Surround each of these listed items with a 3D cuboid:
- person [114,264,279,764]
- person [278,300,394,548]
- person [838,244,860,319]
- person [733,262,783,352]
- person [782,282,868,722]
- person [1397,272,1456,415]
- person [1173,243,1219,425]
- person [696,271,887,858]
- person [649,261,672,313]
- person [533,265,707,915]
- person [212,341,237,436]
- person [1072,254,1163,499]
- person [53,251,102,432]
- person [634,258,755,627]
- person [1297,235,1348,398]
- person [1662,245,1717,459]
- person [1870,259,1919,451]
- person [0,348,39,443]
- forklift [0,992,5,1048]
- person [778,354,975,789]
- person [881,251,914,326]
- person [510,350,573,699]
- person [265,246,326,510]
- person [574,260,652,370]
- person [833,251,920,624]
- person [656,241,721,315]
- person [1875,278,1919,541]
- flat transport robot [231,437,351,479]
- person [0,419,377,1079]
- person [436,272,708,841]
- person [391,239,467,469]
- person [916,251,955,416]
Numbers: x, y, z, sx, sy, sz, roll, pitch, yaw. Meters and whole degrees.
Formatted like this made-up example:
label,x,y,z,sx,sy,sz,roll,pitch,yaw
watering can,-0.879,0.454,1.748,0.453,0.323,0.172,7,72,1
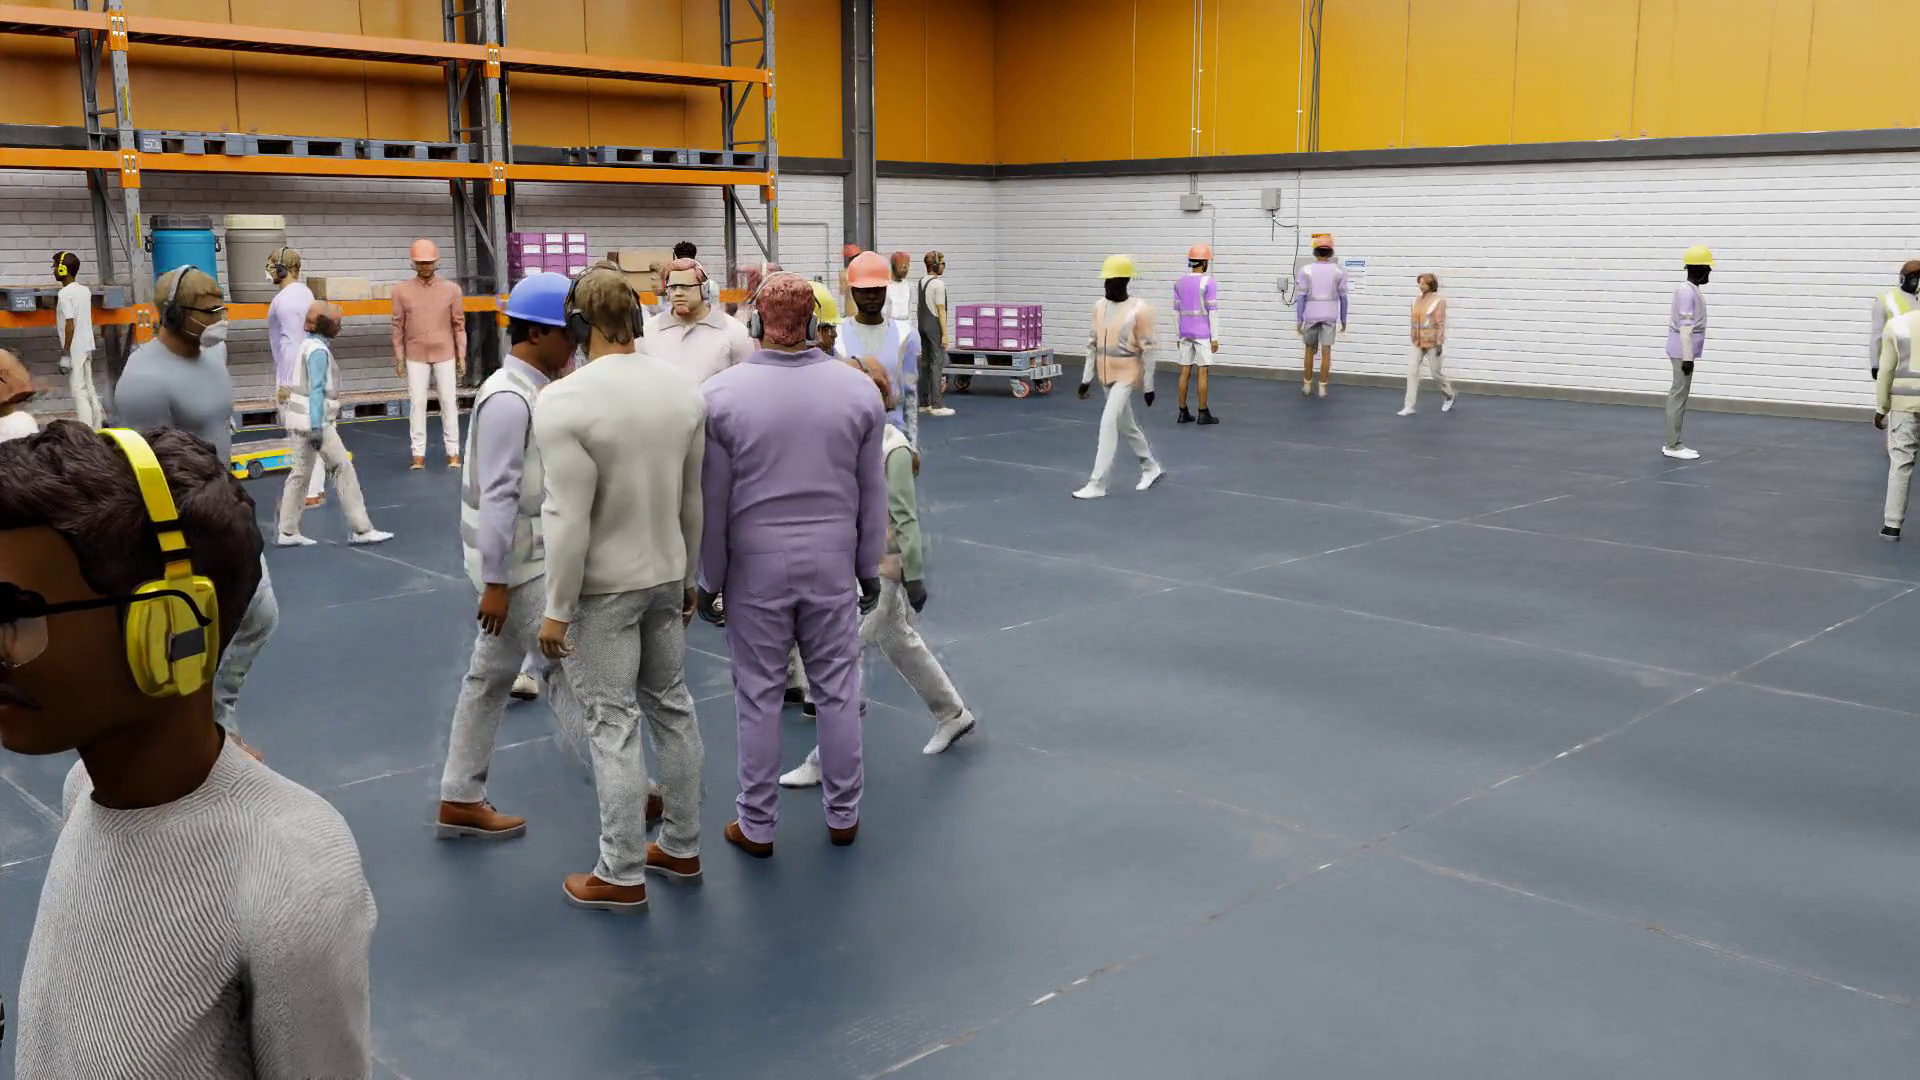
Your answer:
label,x,y,z,sx,sy,sz,roll,pitch,yaw
person,-2.764,-0.029,6.031,0.498,1.916,0.671,1,10,3
person,-4.080,-0.740,10.763,0.790,1.602,0.613,-5,12,-27
person,-1.371,-3.109,22.933,0.619,1.906,0.453,-3,11,-16
person,-1.115,-0.736,10.054,1.001,1.850,0.677,-2,11,-11
person,-0.641,-0.145,6.961,0.430,1.838,0.601,-6,12,-30
person,5.329,-2.216,18.800,0.750,1.617,0.517,-7,12,-33
person,2.551,-2.209,17.865,0.542,1.939,0.364,9,14,42
person,-0.559,0.086,5.444,0.648,1.907,0.409,-4,11,-20
person,-2.273,-1.235,12.874,0.756,1.814,0.587,-2,11,-12
person,-1.008,0.154,4.996,0.351,1.932,0.635,7,12,33
person,-4.976,-0.775,10.883,0.266,1.632,0.509,6,12,29
person,1.274,-1.280,12.982,0.984,1.886,0.586,-7,13,-34
person,-8.260,-1.743,15.516,0.329,1.872,0.510,-1,10,-6
person,-1.386,-0.493,8.601,0.652,1.906,0.402,1,10,5
person,4.546,-2.805,20.920,0.625,2.032,0.666,2,11,12
person,6.642,-1.710,15.177,0.373,1.928,0.584,4,11,22
person,8.642,-1.655,15.197,0.617,1.815,0.895,1,10,6
person,-3.737,0.010,6.713,0.496,1.591,0.845,10,14,43
forklift,-3.245,0.323,3.363,2.313,2.155,1.214,2,11,13
person,-0.291,0.093,6.266,0.876,1.590,0.493,-5,12,-25
person,-0.818,-2.228,18.221,0.596,1.860,0.708,-10,14,-43
person,-1.764,-0.168,7.352,0.542,1.713,0.896,4,11,19
person,-4.920,-1.189,12.304,0.359,1.938,0.635,-1,10,-8
person,-2.523,-1.087,12.017,0.619,1.845,0.430,4,11,22
person,-0.465,-0.506,8.578,0.543,1.940,0.361,-3,11,-15
person,-2.595,-1.867,15.925,0.613,1.964,0.361,-1,10,-4
person,6.367,-0.890,10.971,0.594,1.828,0.403,5,12,26
flat transport robot,-5.998,-0.708,14.232,0.652,0.197,1.431,5,12,25
person,-0.715,0.820,1.551,0.513,1.867,0.328,9,13,39
person,-1.328,0.075,5.528,0.986,1.891,0.621,-2,11,-8
person,-4.596,-1.599,14.421,0.621,1.986,0.406,-3,11,-17
person,-0.294,-2.322,18.740,0.343,1.846,0.507,-7,13,-34
